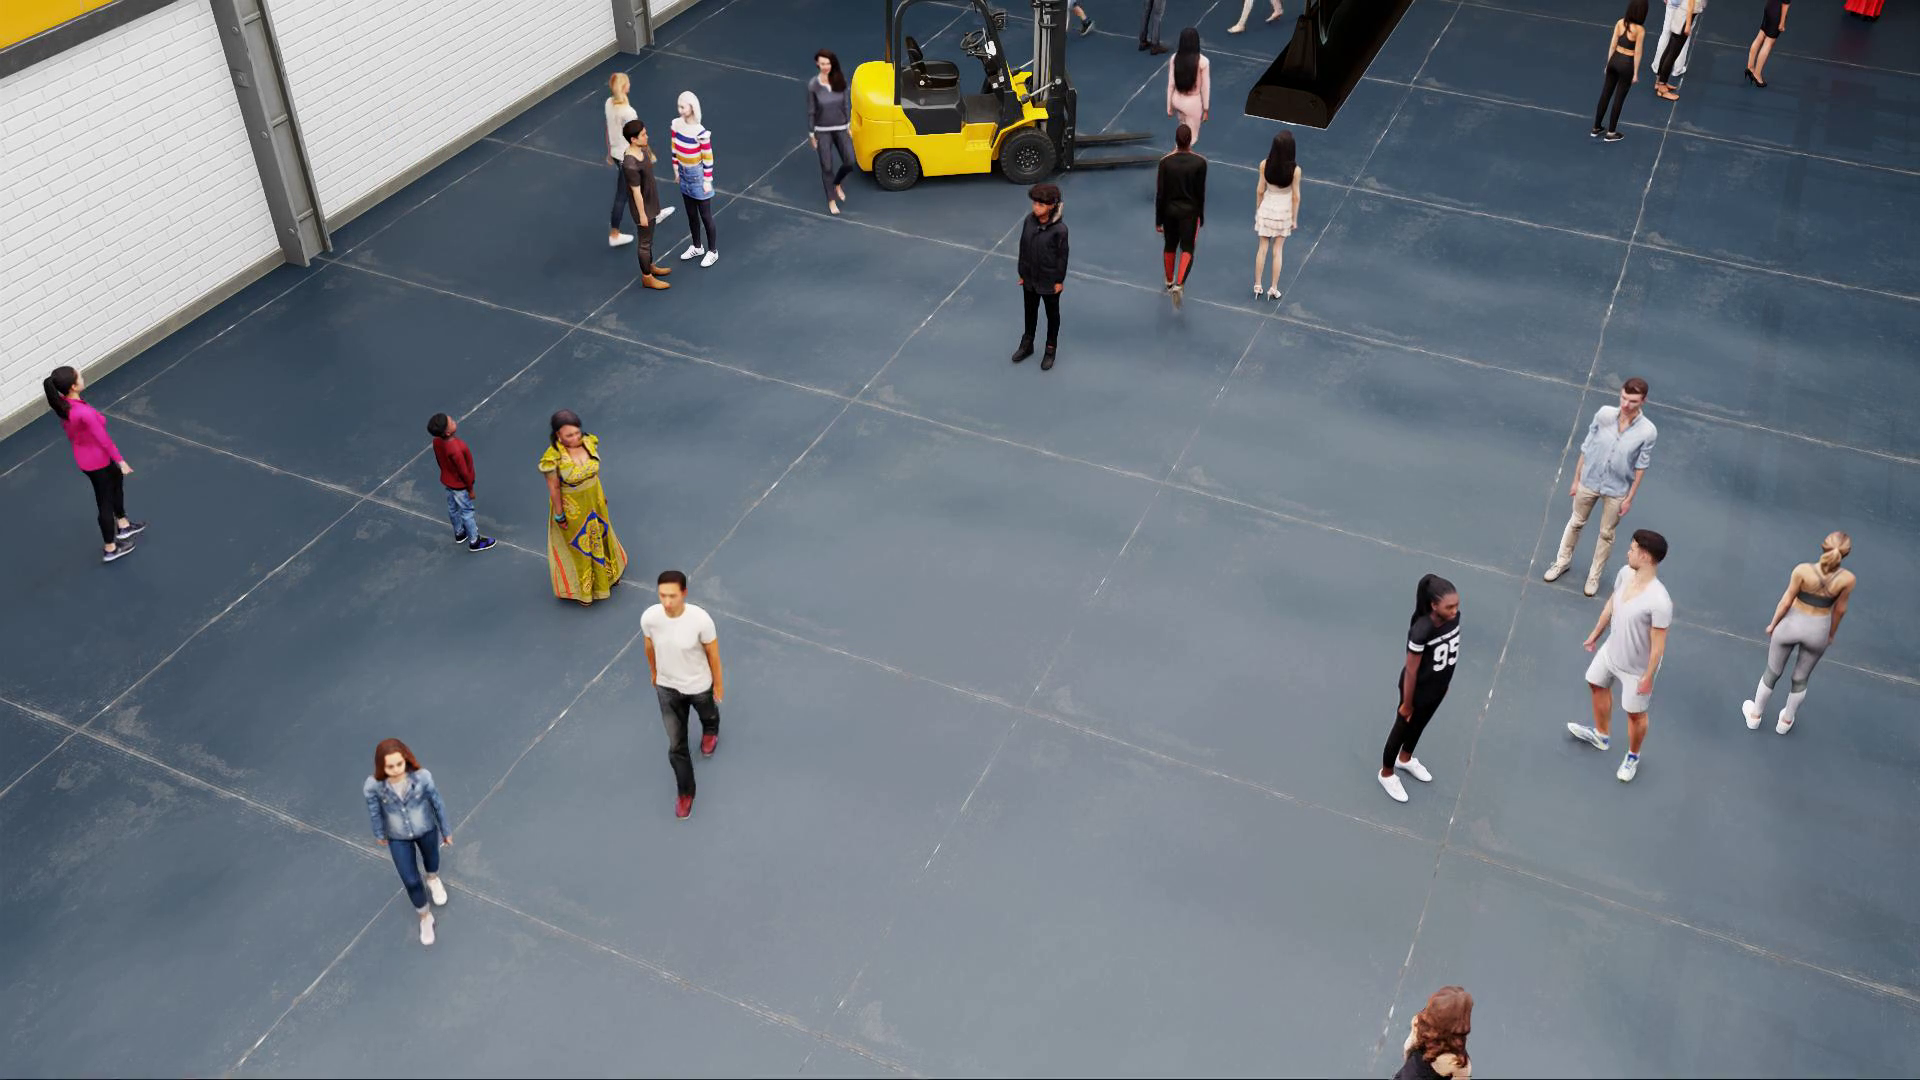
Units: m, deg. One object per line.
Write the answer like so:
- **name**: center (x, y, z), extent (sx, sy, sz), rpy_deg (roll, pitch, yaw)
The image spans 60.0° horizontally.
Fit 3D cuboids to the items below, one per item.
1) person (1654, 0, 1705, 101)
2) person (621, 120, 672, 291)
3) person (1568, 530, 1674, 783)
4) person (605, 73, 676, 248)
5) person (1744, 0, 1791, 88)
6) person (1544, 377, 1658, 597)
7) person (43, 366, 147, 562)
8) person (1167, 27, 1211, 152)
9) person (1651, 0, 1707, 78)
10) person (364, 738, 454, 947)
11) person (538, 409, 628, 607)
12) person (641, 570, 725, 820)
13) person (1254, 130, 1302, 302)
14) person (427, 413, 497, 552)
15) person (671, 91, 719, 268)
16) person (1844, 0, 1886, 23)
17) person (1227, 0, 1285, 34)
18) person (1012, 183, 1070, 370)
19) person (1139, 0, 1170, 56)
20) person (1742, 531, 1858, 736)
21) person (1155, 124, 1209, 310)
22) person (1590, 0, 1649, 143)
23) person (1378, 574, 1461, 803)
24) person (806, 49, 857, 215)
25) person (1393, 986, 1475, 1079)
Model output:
- **person**: center (8.539, -6.147, 19.637), extent (0.704, 1.822, 0.527), rpy_deg (9, 39, 11)
- **person**: center (-3.077, -3.266, 16.114), extent (0.771, 1.717, 0.656), rpy_deg (-3, 39, -3)
- **person**: center (4.466, 0.754, 11.003), extent (0.934, 1.814, 0.825), rpy_deg (-17, 42, -20)
- **person**: center (-3.447, -3.778, 16.707), extent (1.143, 1.776, 0.920), rpy_deg (-25, 45, -28)
- **person**: center (9.764, -6.294, 19.939), extent (0.671, 1.676, 0.526), rpy_deg (1, 39, 1)
- **person**: center (4.837, -0.422, 12.449), extent (0.679, 1.848, 0.605), rpy_deg (23, 44, 26)
- **person**: center (-6.721, -0.558, 12.759), extent (0.654, 1.682, 0.720), rpy_deg (24, 45, 27)
- **person**: center (2.386, -4.594, 17.796), extent (0.775, 1.694, 1.053), rpy_deg (28, 46, 30)
- **person**: center (8.775, -6.555, 20.098), extent (0.654, 1.885, 0.557), rpy_deg (18, 42, 21)
- **person**: center (-3.338, 1.703, 10.099), extent (0.841, 1.458, 0.892), rpy_deg (-15, 41, -18)
- **person**: center (-2.848, -0.272, 12.420), extent (0.959, 1.659, 0.769), rpy_deg (23, 44, 26)
- **person**: center (-1.765, 0.870, 10.908), extent (0.956, 1.761, 1.223), rpy_deg (2, 39, 2)
- **person**: center (3.001, -3.087, 15.876), extent (0.577, 1.735, 0.525), rpy_deg (18, 42, 21)
- **person**: center (-3.932, -0.466, 12.978), extent (0.561, 1.254, 0.577), rpy_deg (30, 47, 32)
- **person**: center (-2.614, -3.575, 16.428), extent (0.692, 1.808, 0.592), rpy_deg (25, 45, 28)
- **person**: center (12.015, -7.641, 21.550), extent (0.826, 1.781, 0.791), rpy_deg (-21, 43, -24)
- **person**: center (3.922, -7.359, 21.298), extent (1.195, 1.654, 1.106), rpy_deg (-15, 41, -18)
- **person**: center (0.742, -2.401, 14.981), extent (0.639, 1.780, 0.609), rpy_deg (20, 43, 23)
- **person**: center (2.435, -6.952, 20.681), extent (0.678, 1.778, 0.715), rpy_deg (-27, 46, -30)
- **person**: center (5.701, 0.626, 11.252), extent (0.578, 1.702, 0.559), rpy_deg (13, 40, 16)
- **person**: center (2.091, -3.045, 15.781), extent (0.771, 1.788, 1.071), rpy_deg (7, 39, 9)
- **person**: center (7.448, -5.321, 18.747), extent (0.644, 1.643, 0.637), rpy_deg (-24, 45, -27)
- **person**: center (3.017, 0.948, 10.828), extent (0.639, 1.729, 0.758), rpy_deg (-29, 47, -31)
- **person**: center (-1.374, -4.305, 17.378), extent (0.783, 1.763, 0.847), rpy_deg (-16, 41, -19)
- **person**: center (2.264, 2.895, 8.421), extent (1.220, 1.689, 1.008), rpy_deg (-23, 44, -26)
